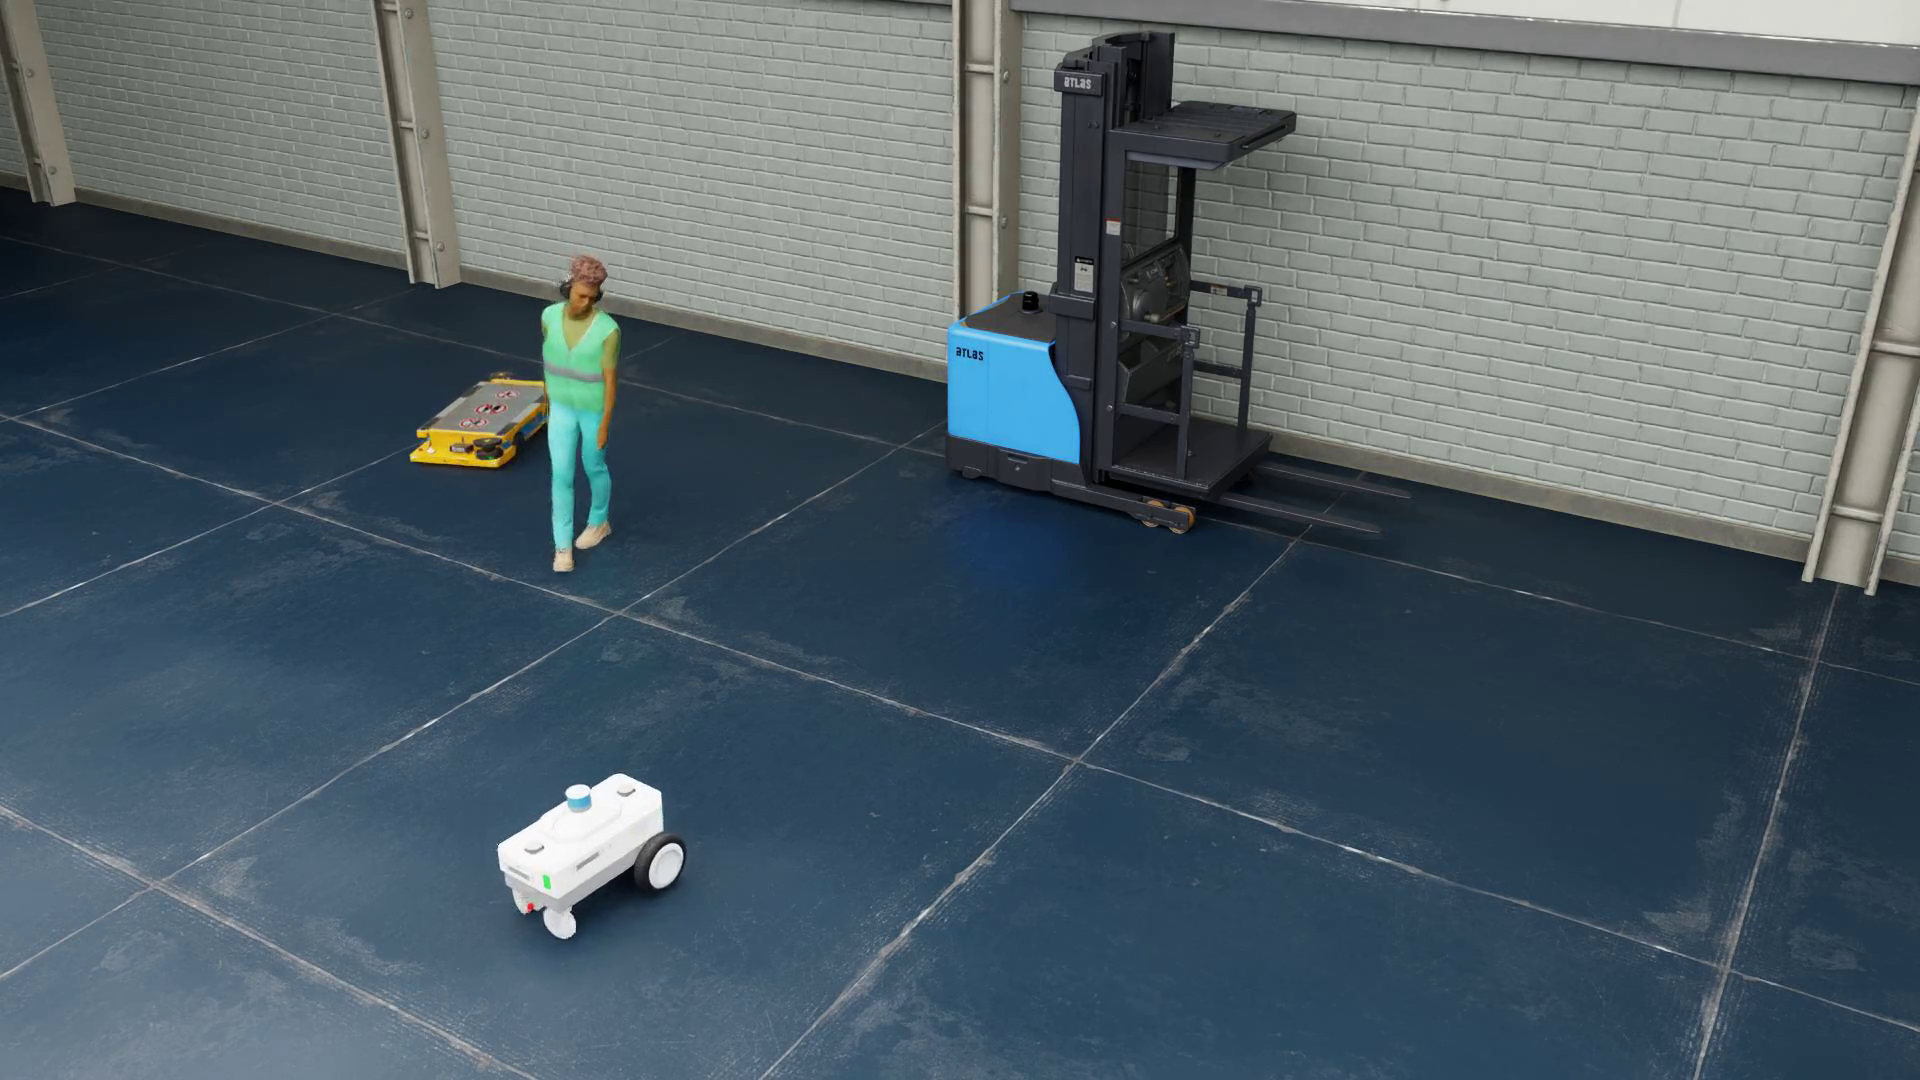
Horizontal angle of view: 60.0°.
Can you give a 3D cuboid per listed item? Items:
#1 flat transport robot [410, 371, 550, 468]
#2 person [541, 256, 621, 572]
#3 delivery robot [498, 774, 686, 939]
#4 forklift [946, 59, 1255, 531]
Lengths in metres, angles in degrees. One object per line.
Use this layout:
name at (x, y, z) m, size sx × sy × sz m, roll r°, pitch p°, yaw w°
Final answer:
flat transport robot at (-3.379, -0.884, 12.129) m, size 0.659 × 0.231 × 1.431 m, roll 4°, pitch 26°, yaw 9°
person at (-2.285, -0.756, 9.914) m, size 0.585 × 1.927 × 0.833 m, roll 2°, pitch 25°, yaw 5°
delivery robot at (-1.601, 1.311, 7.135) m, size 0.514 × 0.580 × 0.752 m, roll 17°, pitch 30°, yaw 32°
forklift at (0.933, -1.707, 10.833) m, size 1.873 × 2.768 × 1.129 m, roll 15°, pitch 29°, yaw 28°
